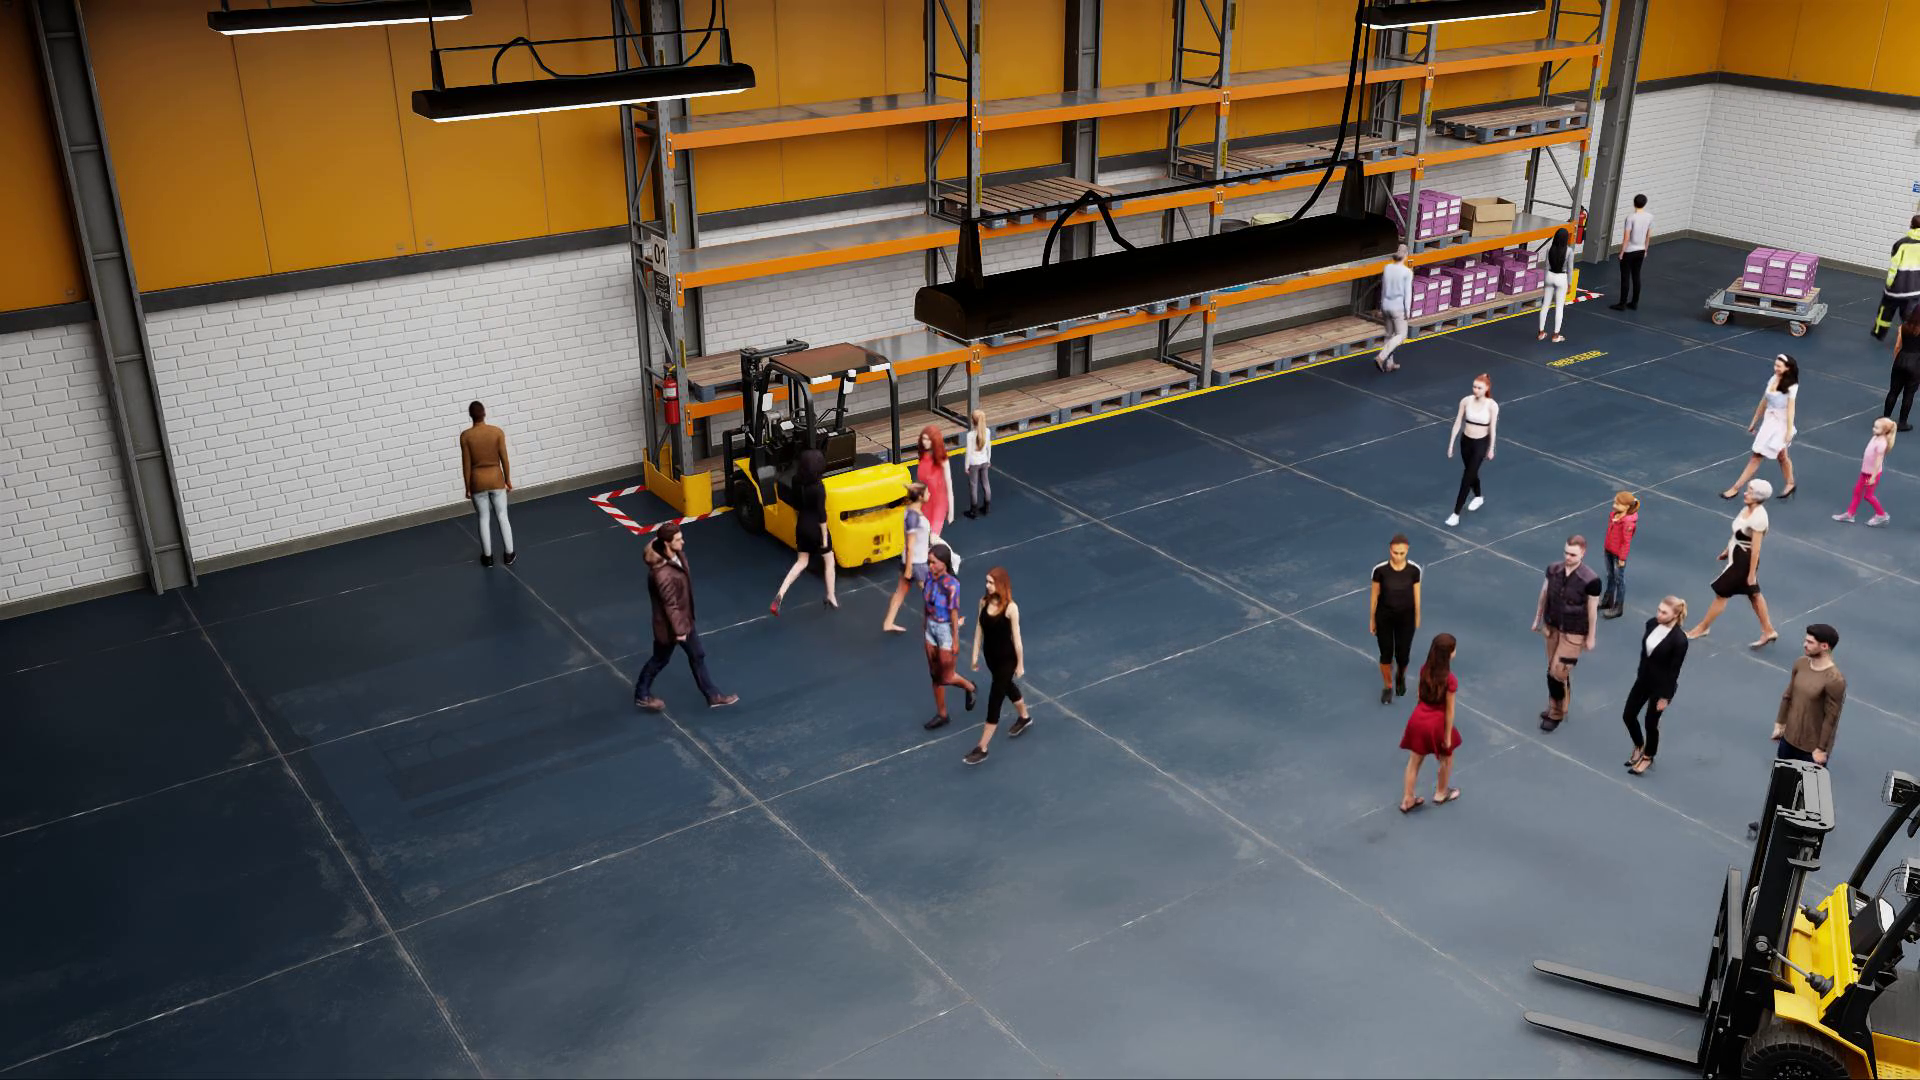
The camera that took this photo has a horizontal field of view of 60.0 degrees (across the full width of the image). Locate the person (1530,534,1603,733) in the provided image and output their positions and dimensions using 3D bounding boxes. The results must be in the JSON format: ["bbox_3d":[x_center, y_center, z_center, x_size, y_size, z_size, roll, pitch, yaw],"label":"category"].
[{"bbox_3d":[5.331,0.758,14.448,0.716,1.818,0.715,-14,27,-29],"label":"person"}]

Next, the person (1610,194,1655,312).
[{"bbox_3d":[10.806,-4.611,26.674,0.604,1.864,0.781,-7,25,-15],"label":"person"}]

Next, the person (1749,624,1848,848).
[{"bbox_3d":[6.453,1.518,12.639,0.678,1.874,0.729,-10,25,-21],"label":"person"}]

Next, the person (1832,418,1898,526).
[{"bbox_3d":[10.253,-0.761,18.615,0.832,1.263,0.784,5,24,11],"label":"person"}]

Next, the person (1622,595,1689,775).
[{"bbox_3d":[5.761,1.201,13.602,0.630,1.685,0.670,-8,25,-18],"label":"person"}]

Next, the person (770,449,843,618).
[{"bbox_3d":[-1.524,-0.008,16.266,0.804,1.766,1.132,17,29,34],"label":"person"}]

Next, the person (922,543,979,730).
[{"bbox_3d":[-0.087,0.819,14.417,0.807,1.732,0.651,-20,30,-38],"label":"person"}]

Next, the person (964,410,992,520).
[{"bbox_3d":[0.206,-0.869,18.844,0.427,1.278,0.554,-14,27,-30],"label":"person"}]

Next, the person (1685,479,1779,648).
[{"bbox_3d":[7.506,0.266,15.711,1.040,1.708,1.109,9,25,20],"label":"person"}]

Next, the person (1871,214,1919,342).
[{"bbox_3d":[14.132,-3.824,24.769,1.253,1.948,1.218,-1,24,-2],"label":"person"}]

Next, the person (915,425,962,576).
[{"bbox_3d":[-0.191,-0.345,16.985,0.740,1.809,0.621,-19,30,-36],"label":"person"}]

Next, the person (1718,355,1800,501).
[{"bbox_3d":[9.430,-1.235,19.092,1.288,1.751,0.996,-4,24,-8],"label":"person"}]

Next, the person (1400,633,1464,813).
[{"bbox_3d":[3.689,1.477,13.162,0.780,1.532,0.582,-18,29,-35],"label":"person"}]

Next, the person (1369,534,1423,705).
[{"bbox_3d":[3.889,0.662,14.877,0.753,1.652,0.804,5,24,12],"label":"person"}]

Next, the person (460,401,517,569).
[{"bbox_3d":[-4.991,-0.598,17.553,0.548,1.816,0.753,-9,25,-20],"label":"person"}]

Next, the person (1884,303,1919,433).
[{"bbox_3d":[12.233,-2.235,21.457,0.538,1.688,0.582,-16,28,-33],"label":"person"}]

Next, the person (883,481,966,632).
[{"bbox_3d":[-0.511,0.220,15.987,1.102,1.572,0.881,-3,24,-7],"label":"person"}]

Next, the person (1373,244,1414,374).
[{"bbox_3d":[6.082,-3.231,23.504,0.975,1.875,0.675,-18,29,-35],"label":"person"}]

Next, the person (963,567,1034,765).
[{"bbox_3d":[0.401,1.000,14.072,1.202,1.676,0.705,-21,31,-40],"label":"person"}]

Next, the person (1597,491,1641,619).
[{"bbox_3d":[6.547,0.124,16.529,0.592,1.314,0.575,-4,24,-9],"label":"person"}]

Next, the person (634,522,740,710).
[{"bbox_3d":[-2.599,0.715,14.575,1.313,1.795,1.219,2,24,5],"label":"person"}]

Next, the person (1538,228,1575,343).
[{"bbox_3d":[9.024,-3.875,25.165,0.632,1.724,0.578,21,31,40],"label":"person"}]

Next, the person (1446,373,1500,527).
[{"bbox_3d":[5.811,-1.036,18.718,0.831,1.685,1.261,19,30,36],"label":"person"}]
